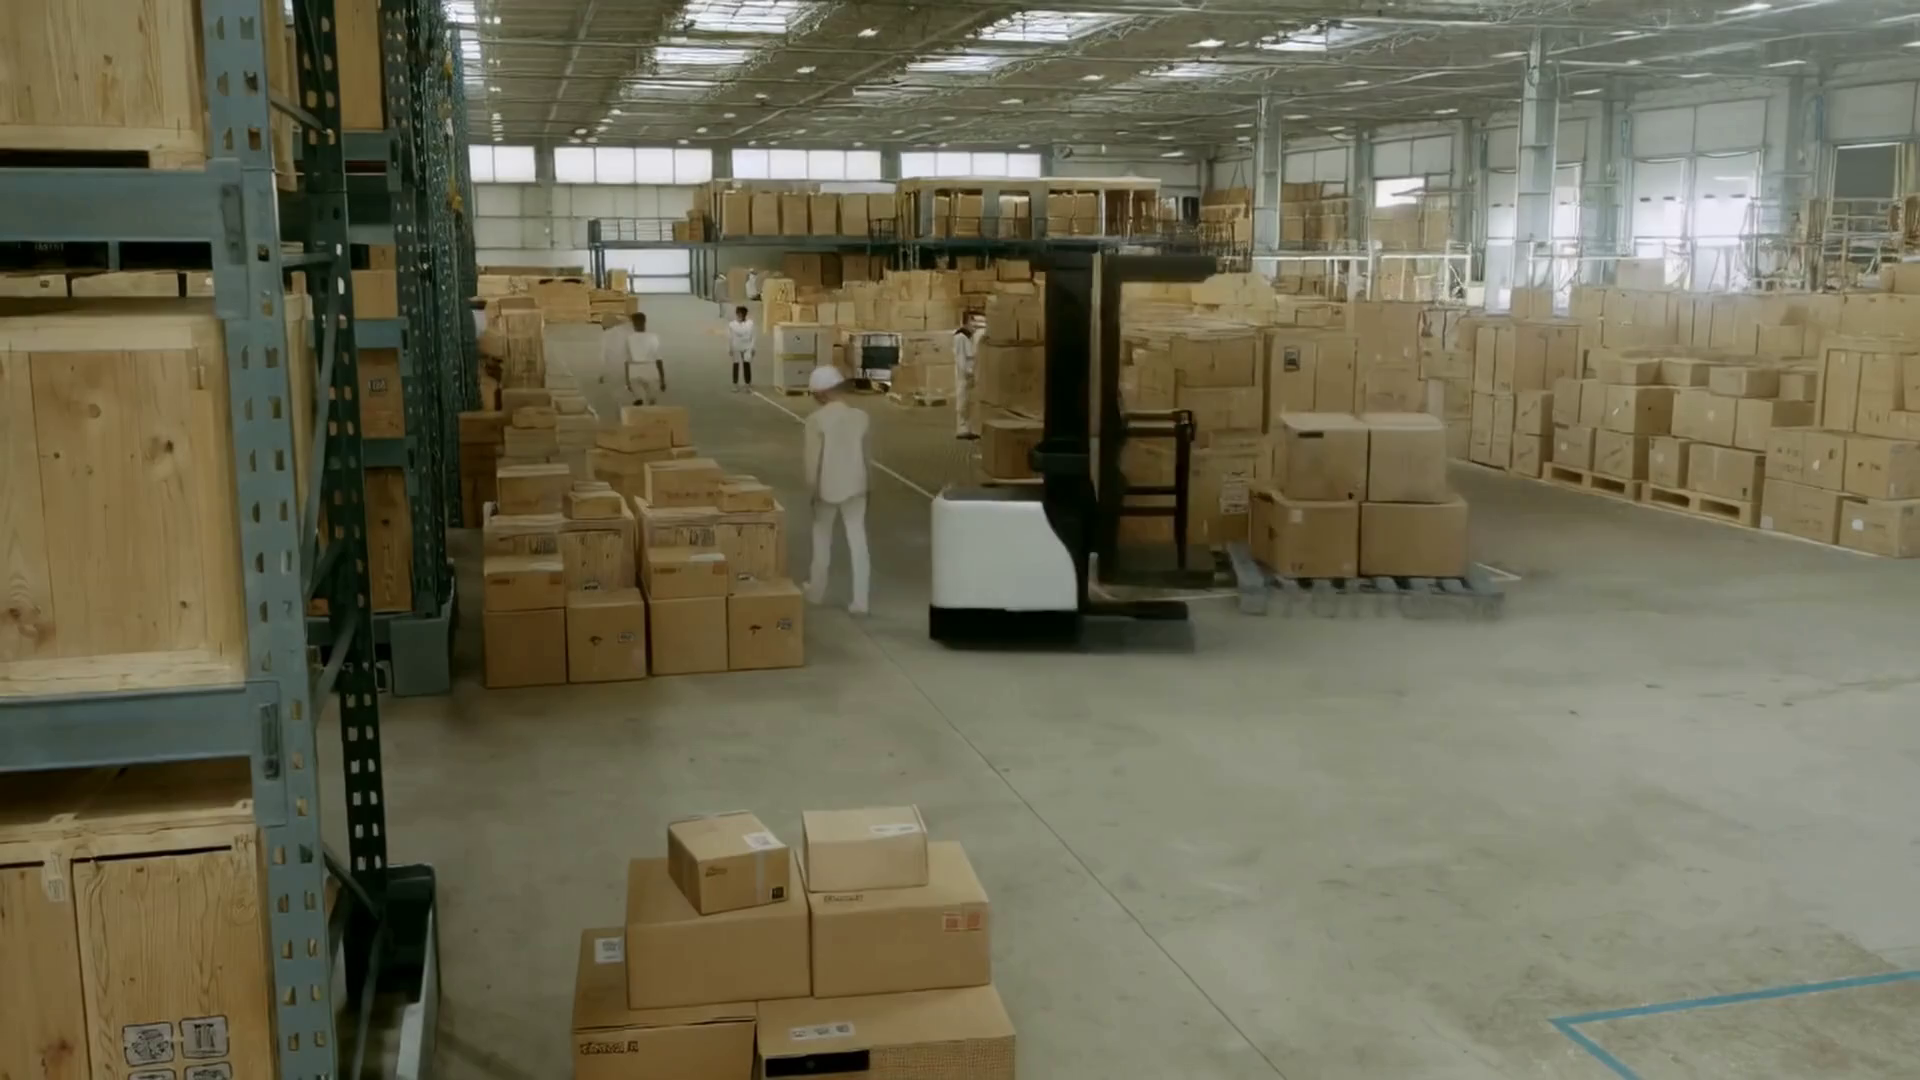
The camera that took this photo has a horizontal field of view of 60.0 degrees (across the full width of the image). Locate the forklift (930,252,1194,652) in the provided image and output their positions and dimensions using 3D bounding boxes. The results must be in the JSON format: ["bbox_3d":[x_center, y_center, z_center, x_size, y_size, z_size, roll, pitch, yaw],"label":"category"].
[{"bbox_3d":[0.756,-0.679,12.020,1.873,2.768,1.129,1,10,6],"label":"forklift"}]

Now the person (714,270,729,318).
[{"bbox_3d":[-9.655,-9.913,67.013,0.582,1.914,0.649,4,11,20],"label":"person"}]

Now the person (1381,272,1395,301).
[{"bbox_3d":[18.699,-10.833,72.728,0.532,1.751,0.534,6,12,31],"label":"person"}]

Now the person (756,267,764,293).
[{"bbox_3d":[-9.203,-11.655,76.935,0.557,1.902,0.593,9,13,41],"label":"person"}]

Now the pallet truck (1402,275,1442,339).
[{"bbox_3d":[14.620,-7.324,52.145,0.823,1.965,1.885,8,13,40],"label":"pallet truck"}]

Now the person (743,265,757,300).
[{"bbox_3d":[-9.587,-11.600,76.237,0.683,2.000,0.538,9,14,43],"label":"person"}]

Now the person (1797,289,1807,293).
[{"bbox_3d":[18.199,-4.459,36.090,0.630,1.940,0.372,0,10,3],"label":"person"}]

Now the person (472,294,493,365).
[{"bbox_3d":[-10.036,-4.187,34.695,0.976,1.895,0.559,-5,11,-26],"label":"person"}]

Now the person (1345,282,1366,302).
[{"bbox_3d":[11.525,-6.592,48.443,0.620,1.845,0.430,-1,10,-7],"label":"person"}]

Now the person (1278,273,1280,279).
[{"bbox_3d":[15.514,-12.490,81.622,0.602,1.924,0.852,9,14,43],"label":"person"}]

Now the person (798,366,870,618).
[{"bbox_3d":[-0.992,-0.397,13.065,0.651,1.933,0.977,-6,12,-31],"label":"person"}]

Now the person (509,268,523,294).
[{"bbox_3d":[-20.330,-11.507,76.187,0.612,1.869,0.453,-2,10,-12],"label":"person"}]

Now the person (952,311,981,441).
[{"bbox_3d":[0.098,-2.445,24.754,0.398,1.915,0.589,4,11,21],"label":"person"}]

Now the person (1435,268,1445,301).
[{"bbox_3d":[21.302,-11.056,73.565,0.571,1.901,0.886,0,10,-2],"label":"person"}]

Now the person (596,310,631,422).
[{"bbox_3d":[-5.307,-2.571,25.491,0.449,1.905,0.660,9,13,41],"label":"person"}]

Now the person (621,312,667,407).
[{"bbox_3d":[-4.651,-2.387,24.433,0.657,1.927,0.869,0,10,-1],"label":"person"}]

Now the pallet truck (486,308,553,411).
[{"bbox_3d":[-6.242,-2.418,24.362,0.823,1.965,1.885,1,10,3],"label":"pallet truck"}]

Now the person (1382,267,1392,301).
[{"bbox_3d":[19.764,-11.676,77.047,0.476,1.901,0.575,-1,10,-4],"label":"person"}]

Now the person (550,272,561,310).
[{"bbox_3d":[-18.148,-11.150,74.555,0.523,1.737,0.795,-5,11,-27],"label":"person"}]

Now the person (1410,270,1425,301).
[{"bbox_3d":[21.139,-11.605,76.947,0.688,1.802,0.791,0,10,-1],"label":"person"}]

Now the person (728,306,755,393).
[{"bbox_3d":[-4.294,-3.746,32.736,0.535,1.697,0.318,-3,10,-16],"label":"person"}]

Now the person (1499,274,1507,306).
[{"bbox_3d":[23.313,-10.584,71.470,0.320,1.692,0.532,-2,10,-9],"label":"person"}]

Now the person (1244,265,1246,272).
[{"bbox_3d":[13.471,-12.024,78.800,0.407,1.980,0.622,0,10,0],"label":"person"}]
